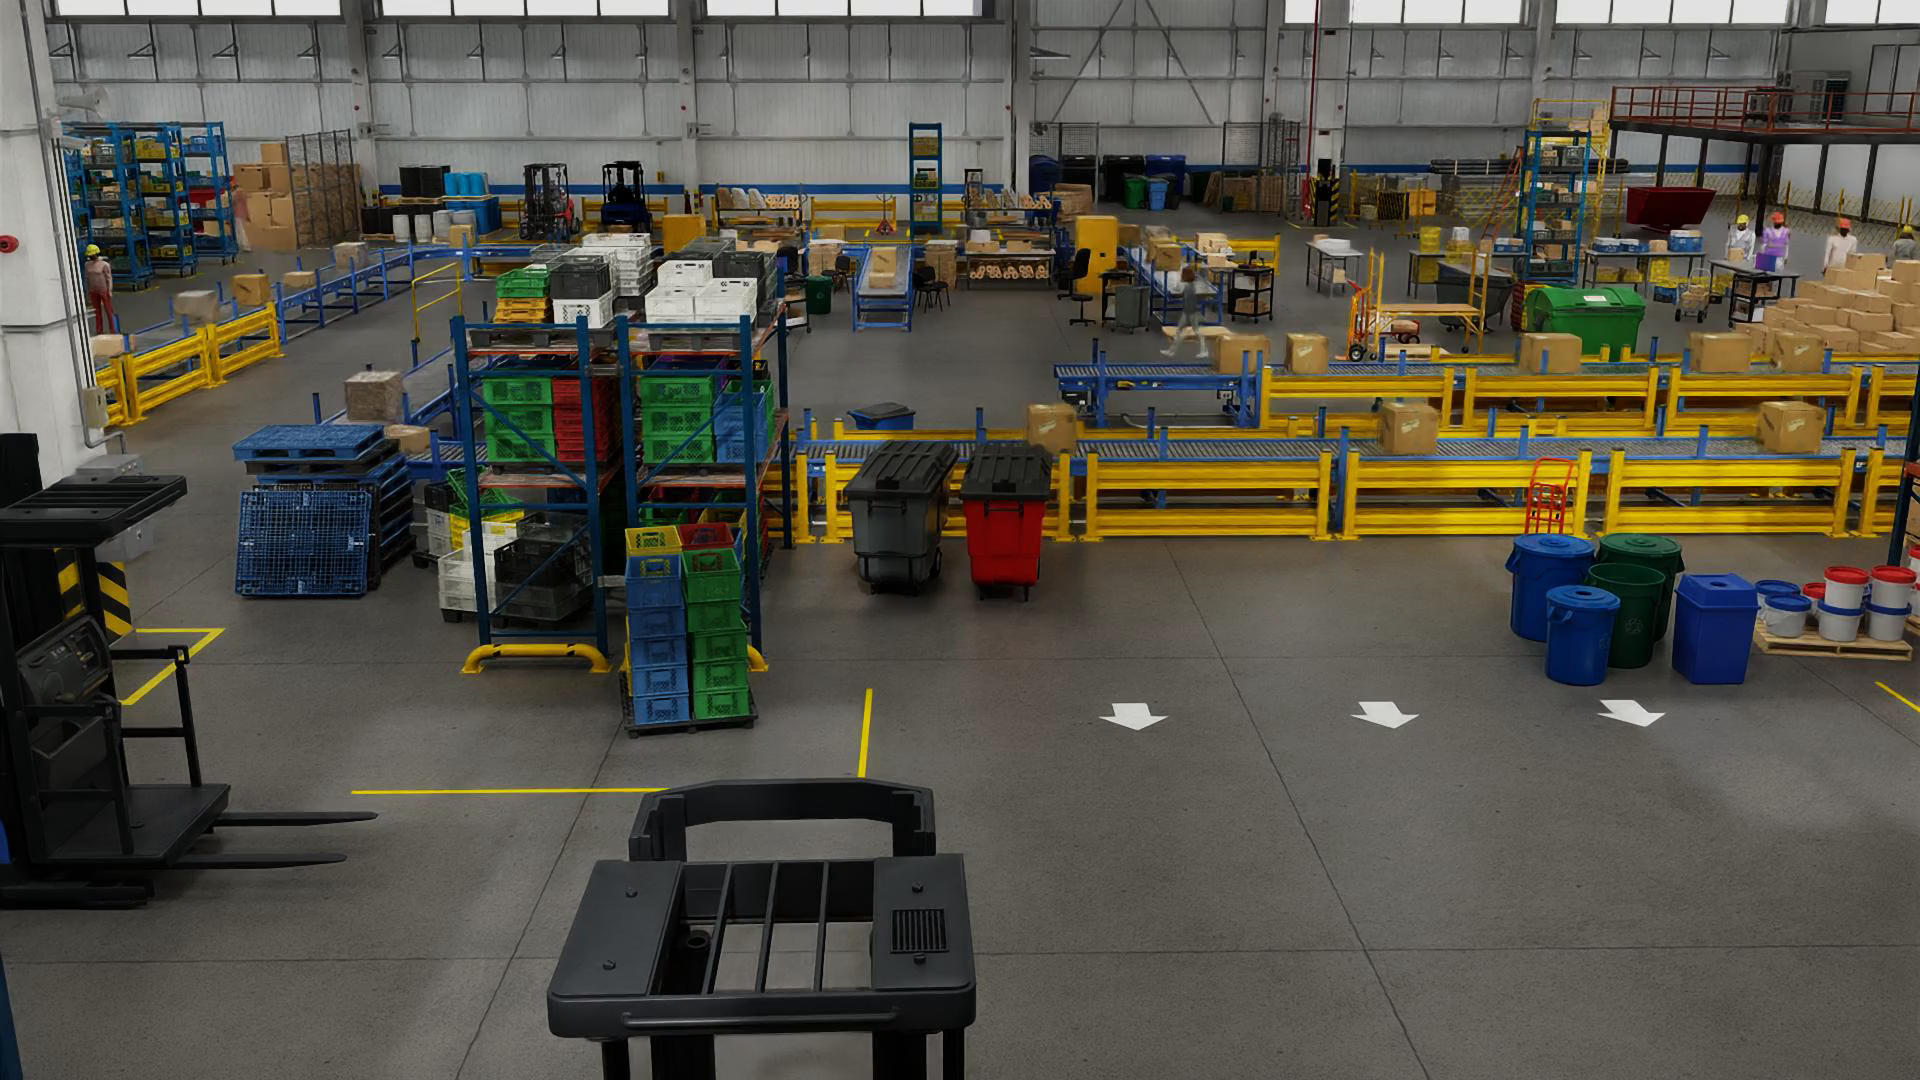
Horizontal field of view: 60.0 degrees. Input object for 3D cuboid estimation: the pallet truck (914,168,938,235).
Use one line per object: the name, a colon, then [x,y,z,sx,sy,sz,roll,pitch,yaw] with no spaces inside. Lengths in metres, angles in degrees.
pallet truck: [-0.989,-10.316,50.507,0.823,1.965,1.885,1,16,3]

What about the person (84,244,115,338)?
person: [-16.242,-4.691,31.377,0.522,1.763,0.320,1,16,5]

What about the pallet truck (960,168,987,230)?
pallet truck: [0.383,-10.230,50.206,0.823,1.965,1.885,-1,16,-3]

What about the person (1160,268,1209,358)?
person: [4.012,-3.998,29.280,0.871,1.583,0.525,7,18,24]

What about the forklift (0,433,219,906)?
forklift: [-5.952,0.780,10.366,1.873,2.768,1.129,0,16,-1]

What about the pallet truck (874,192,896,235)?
pallet truck: [-2.277,-9.986,50.594,0.653,1.274,1.630,0,16,-1]

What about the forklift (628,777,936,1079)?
forklift: [-0.542,2.165,5.552,1.129,2.768,1.873,-1,16,-2]

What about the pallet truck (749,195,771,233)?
pallet truck: [-6.051,-9.967,50.660,0.680,1.201,1.601,0,16,-1]

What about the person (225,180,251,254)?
person: [-19.731,-8.784,45.249,0.879,1.945,0.758,4,17,14]

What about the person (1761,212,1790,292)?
person: [17.900,-6.274,36.610,0.553,1.914,0.603,1,16,4]

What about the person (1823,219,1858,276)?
person: [18.210,-5.674,34.479,0.651,1.940,1.041,3,16,12]

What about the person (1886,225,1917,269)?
person: [20.107,-5.839,35.460,0.490,1.711,0.855,0,16,1]

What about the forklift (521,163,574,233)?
forklift: [-12.233,-10.122,49.298,1.157,1.987,2.680,0,16,-1]

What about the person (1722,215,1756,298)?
person: [17.125,-6.233,36.608,0.590,1.833,0.404,14,21,39]

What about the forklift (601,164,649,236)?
forklift: [-9.948,-10.127,49.296,1.157,1.987,2.680,-1,16,-3]

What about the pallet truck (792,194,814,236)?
pallet truck: [-4.814,-9.883,50.259,0.704,1.261,1.522,-1,16,-3]
